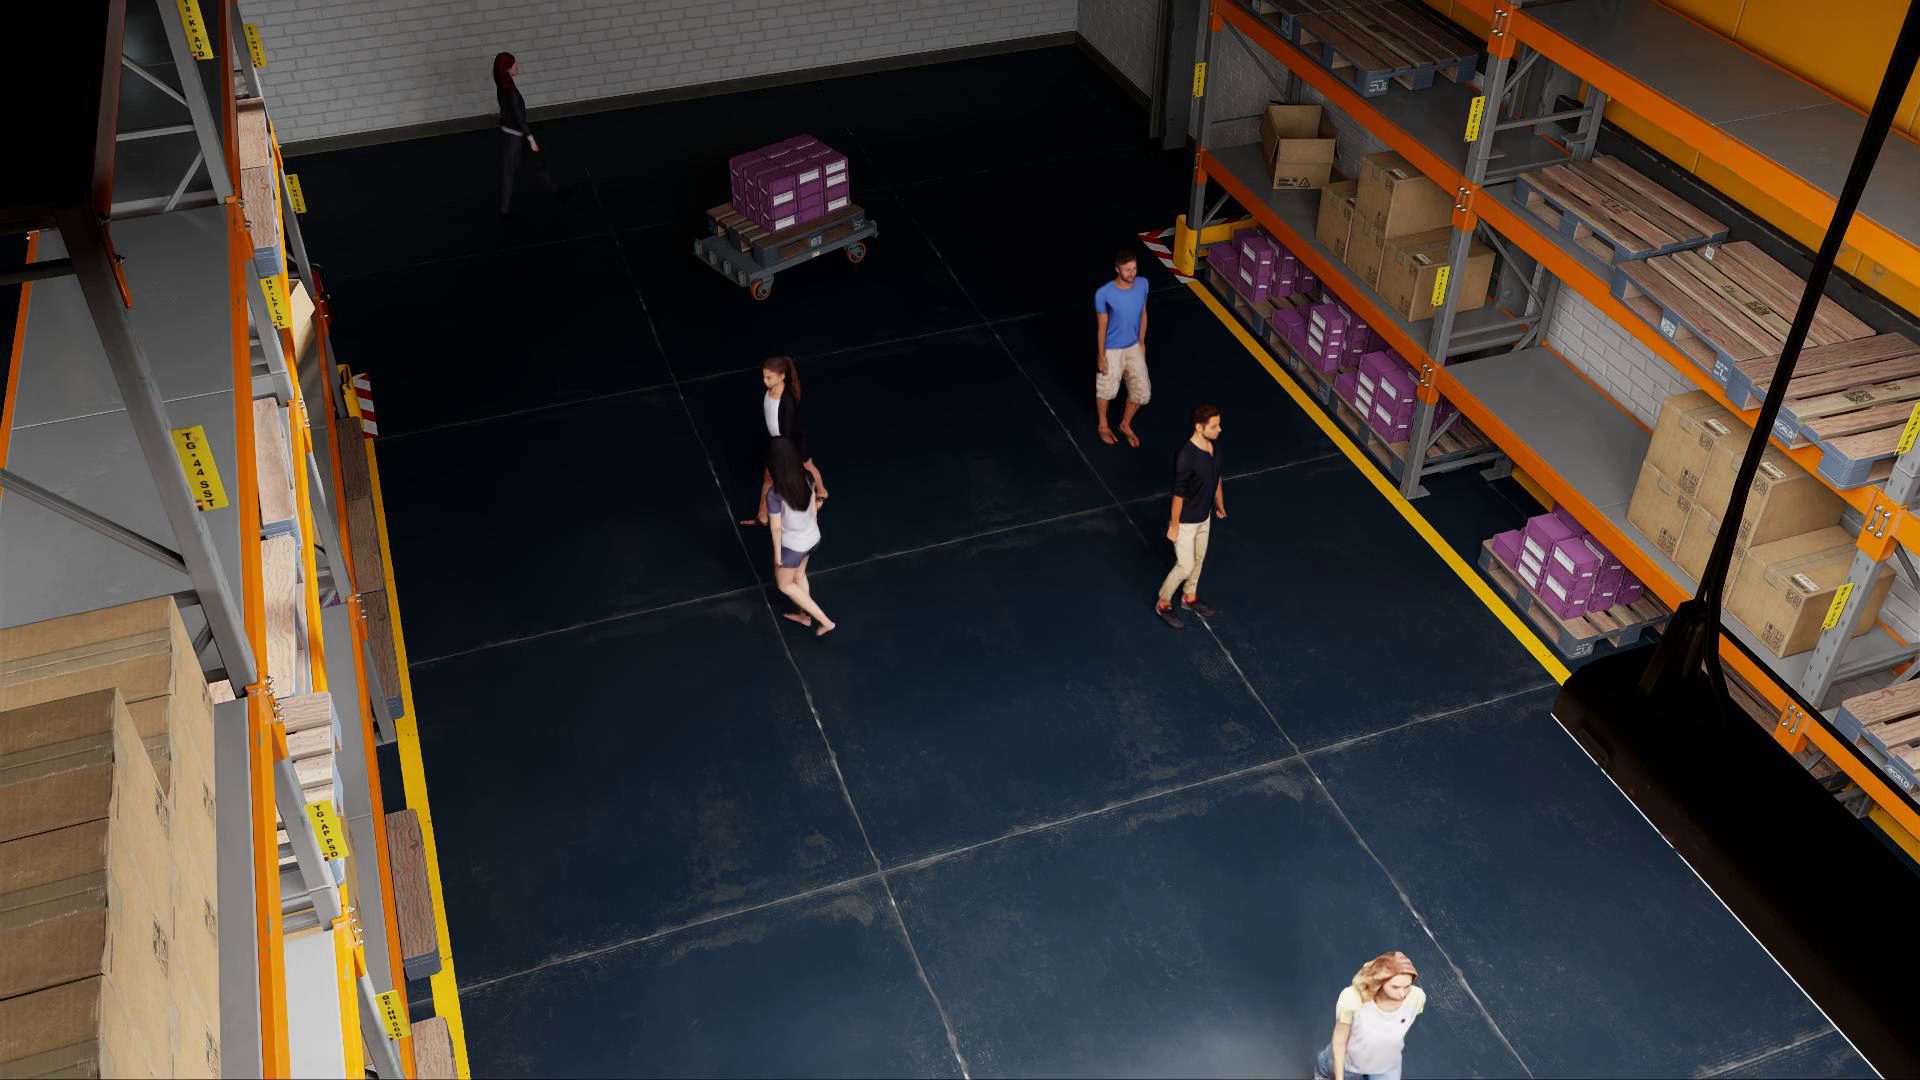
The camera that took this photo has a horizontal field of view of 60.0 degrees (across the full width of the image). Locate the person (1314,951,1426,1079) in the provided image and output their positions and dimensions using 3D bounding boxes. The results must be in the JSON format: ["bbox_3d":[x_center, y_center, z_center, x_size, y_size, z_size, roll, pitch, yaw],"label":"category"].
[{"bbox_3d":[2.036,2.600,8.569,0.886,1.666,1.277,-2,39,-3],"label":"person"}]

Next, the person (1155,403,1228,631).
[{"bbox_3d":[1.619,-0.209,11.937,0.802,1.853,0.800,28,47,31],"label":"person"}]

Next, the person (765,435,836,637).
[{"bbox_3d":[-1.115,0.038,11.761,0.901,1.687,0.824,25,45,28],"label":"person"}]

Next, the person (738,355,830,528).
[{"bbox_3d":[-1.278,-0.802,12.952,0.884,1.513,1.069,-31,48,-33],"label":"person"}]

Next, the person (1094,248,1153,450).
[{"bbox_3d":[1.273,-1.637,13.727,0.658,1.850,0.696,-14,41,-17],"label":"person"}]

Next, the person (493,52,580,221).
[{"bbox_3d":[-4.580,-4.036,16.824,0.740,1.735,1.050,-16,41,-19],"label":"person"}]
